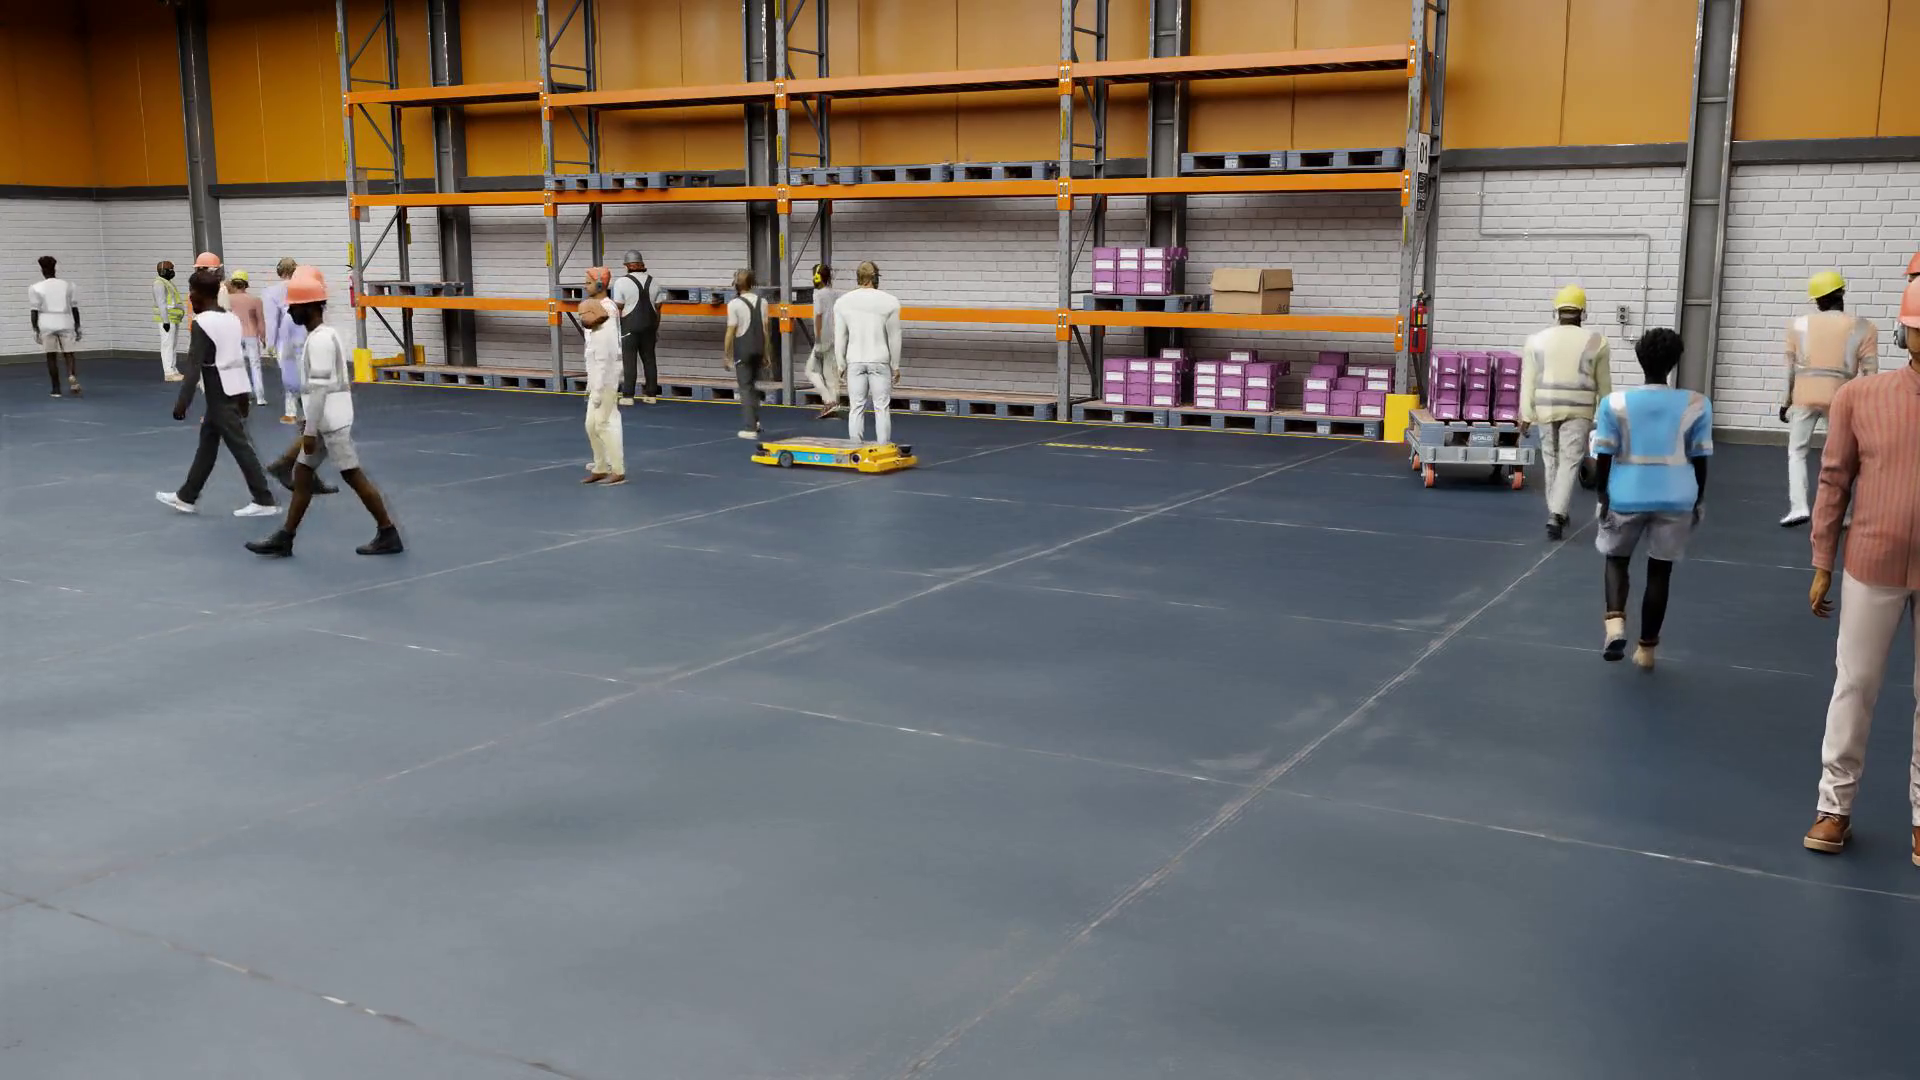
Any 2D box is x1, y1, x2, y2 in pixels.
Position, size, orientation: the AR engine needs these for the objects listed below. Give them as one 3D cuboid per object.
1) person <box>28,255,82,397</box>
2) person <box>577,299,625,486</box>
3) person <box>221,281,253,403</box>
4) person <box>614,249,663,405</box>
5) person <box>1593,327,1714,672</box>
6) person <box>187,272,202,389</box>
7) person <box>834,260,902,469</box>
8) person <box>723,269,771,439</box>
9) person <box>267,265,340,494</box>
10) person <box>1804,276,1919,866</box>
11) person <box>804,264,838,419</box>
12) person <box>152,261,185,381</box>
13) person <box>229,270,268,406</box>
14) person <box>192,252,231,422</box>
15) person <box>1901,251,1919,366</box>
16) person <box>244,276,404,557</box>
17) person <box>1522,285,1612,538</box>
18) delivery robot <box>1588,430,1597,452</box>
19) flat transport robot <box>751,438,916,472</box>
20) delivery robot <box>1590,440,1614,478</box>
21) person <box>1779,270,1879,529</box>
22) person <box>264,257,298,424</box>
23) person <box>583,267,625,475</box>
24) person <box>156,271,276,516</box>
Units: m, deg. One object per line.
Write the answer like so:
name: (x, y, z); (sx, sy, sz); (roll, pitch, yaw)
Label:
person: (-12.409, -2.930, 22.844); (0.628, 1.946, 0.505); (-8, 13, -37)
person: (-3.148, -1.286, 14.497); (0.347, 1.605, 0.537); (-4, 11, -21)
person: (-9.537, -2.592, 21.841); (0.415, 1.610, 0.522); (-1, 10, -4)
person: (-4.266, -2.798, 21.838); (0.679, 2.000, 0.535); (-9, 13, -41)
person: (3.341, -0.185, 8.052); (0.538, 1.684, 0.389); (4, 11, 21)
person: (-11.029, -3.035, 24.155); (0.317, 1.695, 0.540); (-9, 13, -41)
person: (-0.852, -1.618, 15.452); (0.629, 1.937, 0.379); (1, 10, 8)
person: (-2.318, -1.999, 17.930); (0.515, 1.824, 0.535); (10, 14, 44)
person: (-5.441, -1.309, 13.761); (0.540, 1.917, 0.539); (-6, 12, -30)
person: (3.176, 0.102, 5.550); (0.623, 1.990, 0.397); (6, 11, 29)
person: (-1.631, -2.355, 19.847); (0.418, 1.852, 0.563); (5, 11, 25)
person: (-12.210, -3.381, 25.709); (0.429, 1.844, 0.626); (-2, 10, -13)
person: (-9.275, -2.608, 21.542); (0.533, 1.767, 0.326); (-4, 11, -20)
person: (-8.661, -2.335, 19.342); (0.378, 1.996, 0.610); (-8, 13, -38)
person: (8.105, -1.410, 14.025); (0.425, 2.031, 0.610); (2, 10, 9)
person: (-4.222, -0.799, 11.008); (1.012, 1.875, 0.554); (-4, 11, -20)
person: (4.344, -0.927, 11.947); (0.603, 1.795, 0.896); (6, 12, 32)
delivery robot: (5.739, -0.833, 14.651); (0.477, 0.478, 0.707); (3, 11, 17)
flat transport robot: (-1.192, -0.816, 15.622); (1.431, 0.197, 0.652); (6, 11, 29)
delivery robot: (5.591, -0.707, 13.936); (0.477, 0.478, 0.707); (-1, 10, -7)
person: (6.314, -1.003, 12.081); (0.686, 1.899, 0.459); (6, 12, 32)
person: (-7.795, -2.324, 19.444); (0.376, 1.940, 0.627); (10, 14, 44)
person: (-3.242, -1.535, 15.129); (0.341, 1.882, 0.587); (-4, 11, -20)
person: (-5.749, -1.103, 12.712); (0.985, 1.866, 0.615); (0, 10, -1)
